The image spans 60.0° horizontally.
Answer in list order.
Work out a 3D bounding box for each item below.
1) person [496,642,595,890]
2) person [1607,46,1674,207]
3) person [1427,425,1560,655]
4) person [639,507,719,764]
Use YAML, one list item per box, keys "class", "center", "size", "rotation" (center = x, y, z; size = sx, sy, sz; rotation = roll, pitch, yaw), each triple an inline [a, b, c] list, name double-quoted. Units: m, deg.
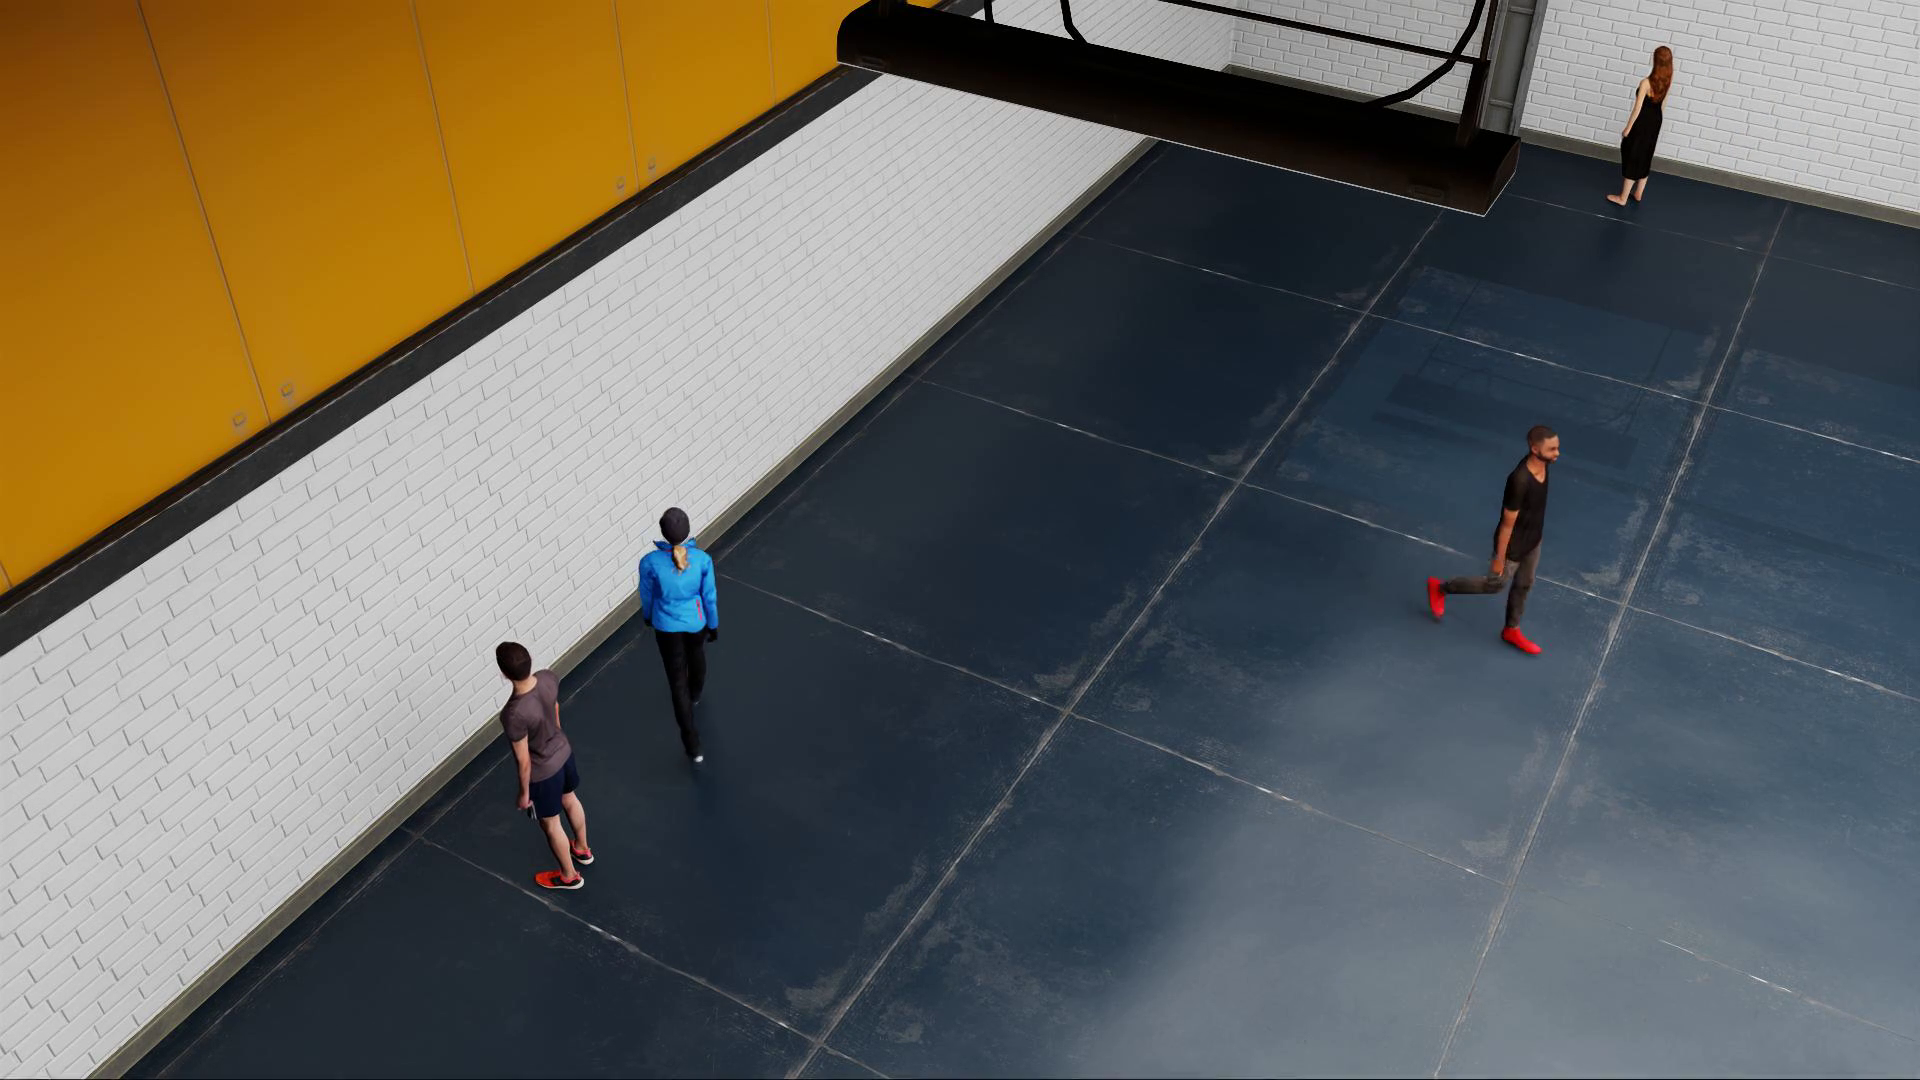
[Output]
- class: "person"
  center: [-2.376, 1.293, 9.544]
  size: [0.628, 1.853, 0.699]
  rotation: [11, 40, 14]
- class: "person"
  center: [6.791, -4.099, 16.477]
  size: [0.675, 1.626, 0.719]
  rotation: [-15, 41, -18]
- class: "person"
  center: [3.676, -0.040, 11.268]
  size: [1.136, 1.784, 0.768]
  rotation: [27, 46, 29]
- class: "person"
  center: [-1.751, 0.609, 10.475]
  size: [1.155, 1.760, 1.183]
  rotation: [-9, 39, -11]
